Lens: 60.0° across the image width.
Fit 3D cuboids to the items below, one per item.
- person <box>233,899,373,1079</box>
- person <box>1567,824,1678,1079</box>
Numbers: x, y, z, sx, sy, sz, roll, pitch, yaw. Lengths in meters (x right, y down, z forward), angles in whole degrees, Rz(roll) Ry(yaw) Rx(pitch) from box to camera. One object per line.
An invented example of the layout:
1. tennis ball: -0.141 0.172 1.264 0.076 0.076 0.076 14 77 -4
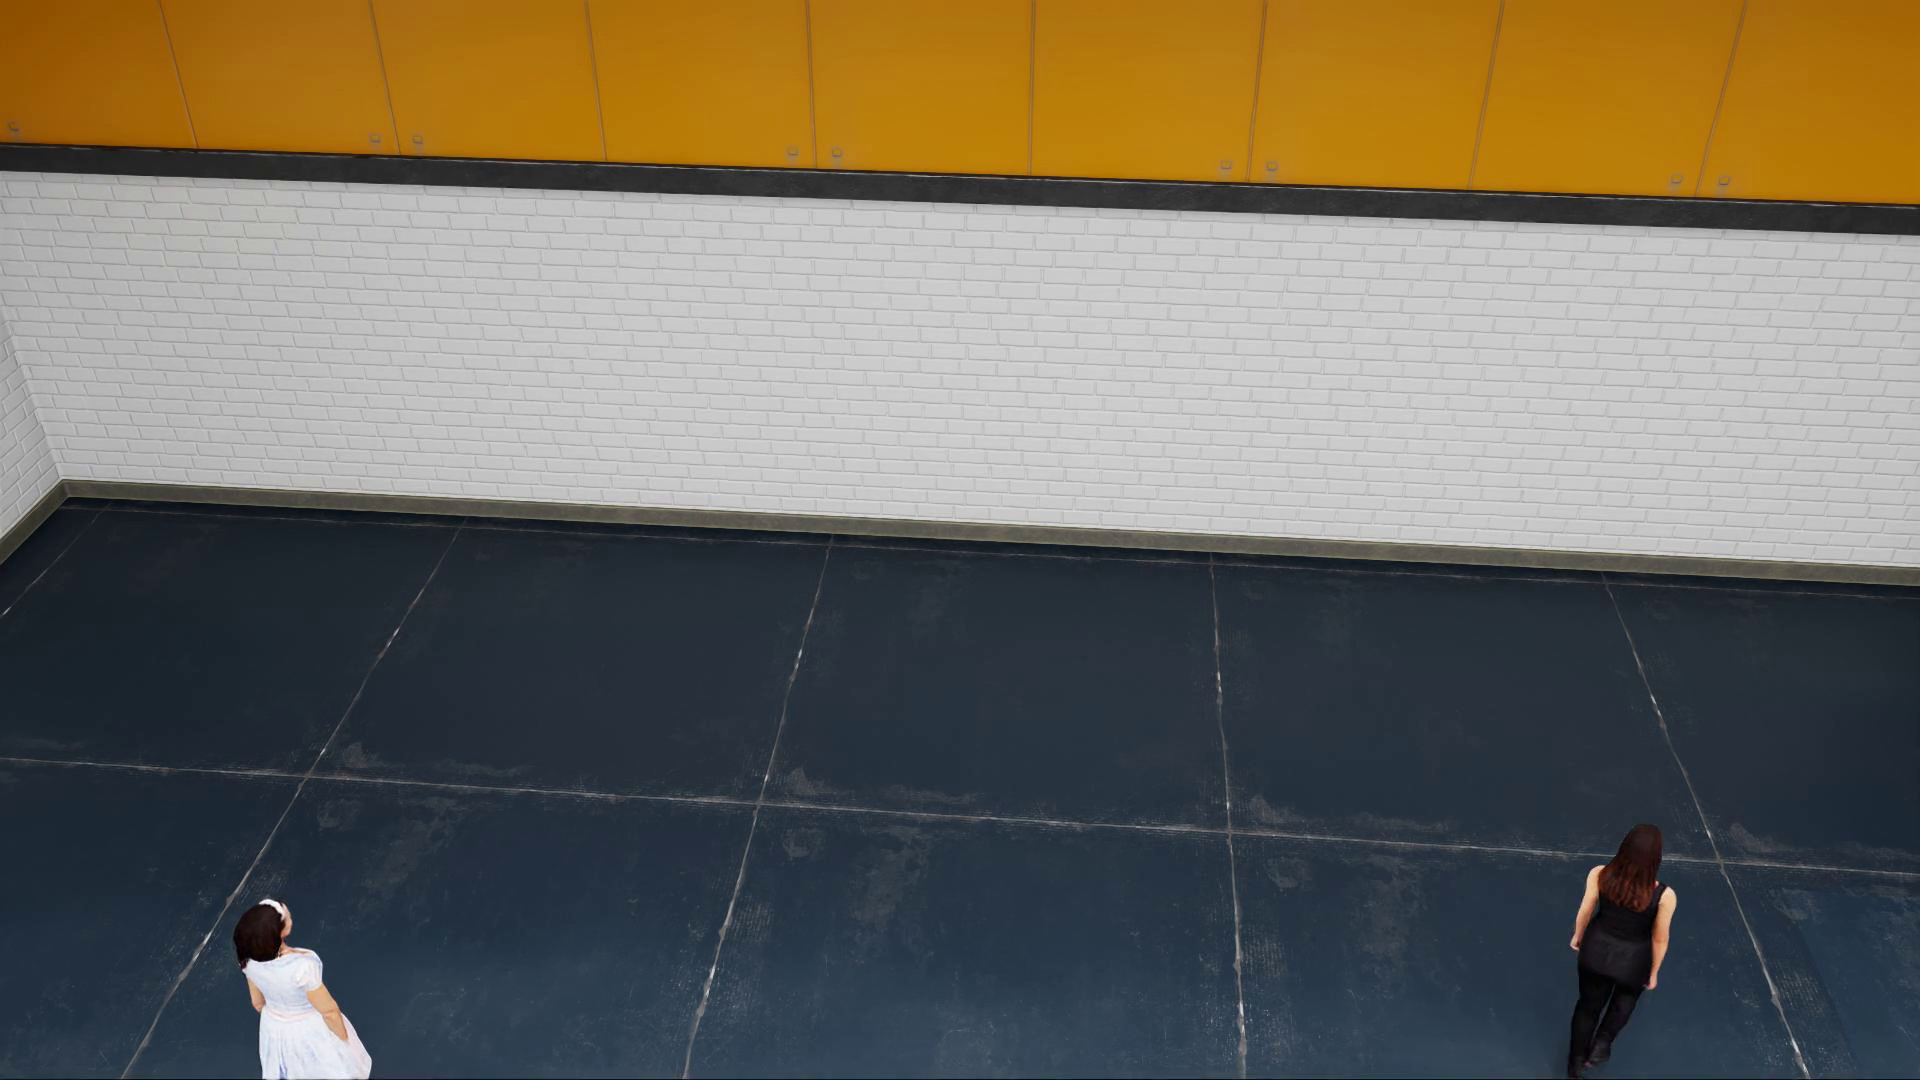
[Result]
1. person: -3.134 2.403 7.972 0.753 1.817 0.782 9 35 13
2. person: 3.307 2.170 8.448 0.708 1.678 0.730 18 38 25
